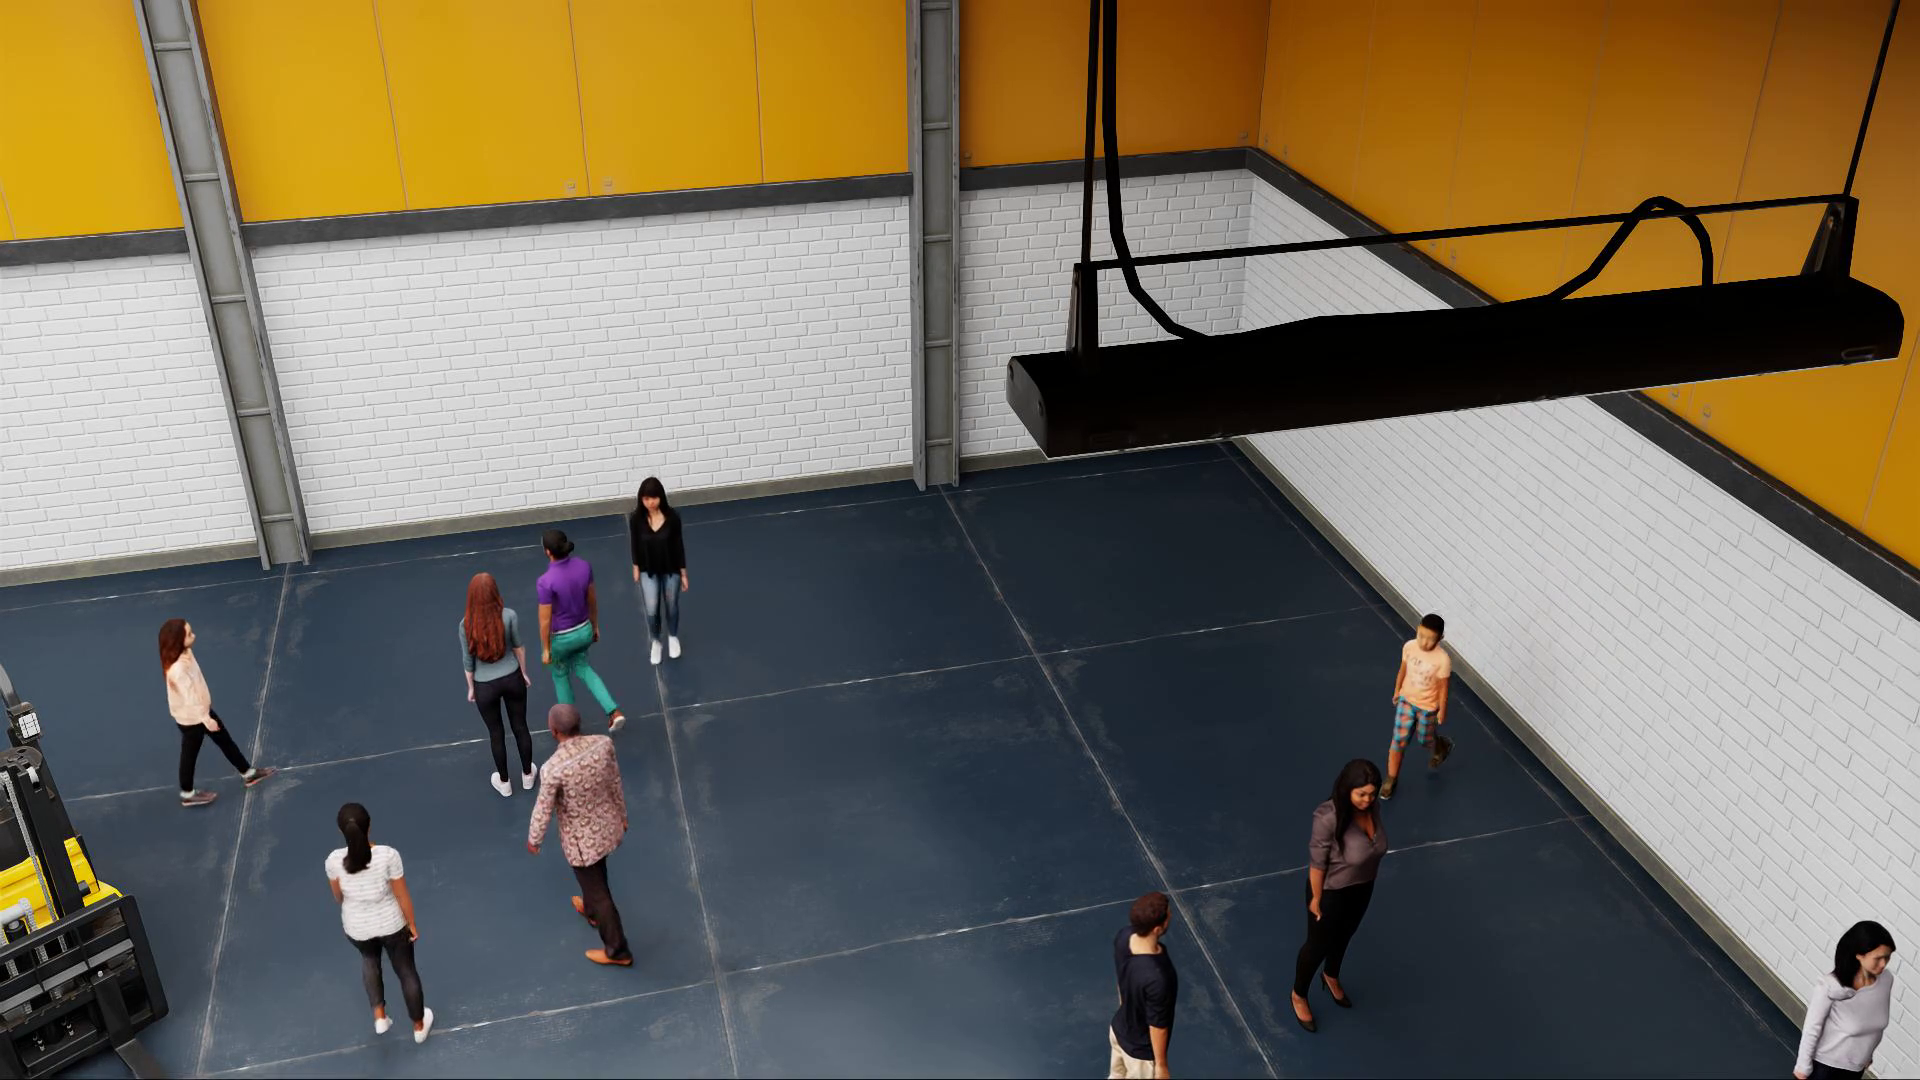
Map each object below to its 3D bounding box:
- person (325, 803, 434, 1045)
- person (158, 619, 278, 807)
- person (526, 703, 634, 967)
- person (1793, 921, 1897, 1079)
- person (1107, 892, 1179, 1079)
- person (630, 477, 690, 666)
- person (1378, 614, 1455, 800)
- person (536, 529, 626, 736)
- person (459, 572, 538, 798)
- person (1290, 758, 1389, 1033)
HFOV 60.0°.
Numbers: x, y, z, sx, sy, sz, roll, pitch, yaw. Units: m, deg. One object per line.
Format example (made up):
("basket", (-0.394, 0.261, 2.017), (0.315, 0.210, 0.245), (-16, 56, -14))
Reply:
("person", (-3.334, 2.232, 9.445), (0.594, 1.625, 0.676), (-1, 29, -2))
("person", (-5.356, 1.219, 11.478), (0.851, 1.457, 0.574), (-6, 29, -11))
("person", (-2.175, 1.818, 10.047), (1.086, 1.777, 1.038), (14, 31, 23))
("person", (4.519, 2.651, 8.599), (0.491, 1.701, 0.677), (-8, 30, -15))
("person", (0.918, 2.572, 8.586), (0.570, 1.851, 0.648), (-10, 30, -17))
("person", (-2.373, 0.186, 13.192), (0.531, 1.629, 0.642), (-6, 29, -11))
("person", (3.277, 1.115, 11.693), (0.887, 1.434, 1.031), (24, 37, 37))
("person", (-2.773, 0.735, 12.059), (0.993, 1.751, 0.971), (20, 35, 32))
("person", (-3.211, 1.005, 11.572), (0.525, 1.743, 0.682), (-13, 31, -22))
("person", (2.179, 2.017, 9.617), (0.658, 1.838, 0.786), (-19, 34, -31))
